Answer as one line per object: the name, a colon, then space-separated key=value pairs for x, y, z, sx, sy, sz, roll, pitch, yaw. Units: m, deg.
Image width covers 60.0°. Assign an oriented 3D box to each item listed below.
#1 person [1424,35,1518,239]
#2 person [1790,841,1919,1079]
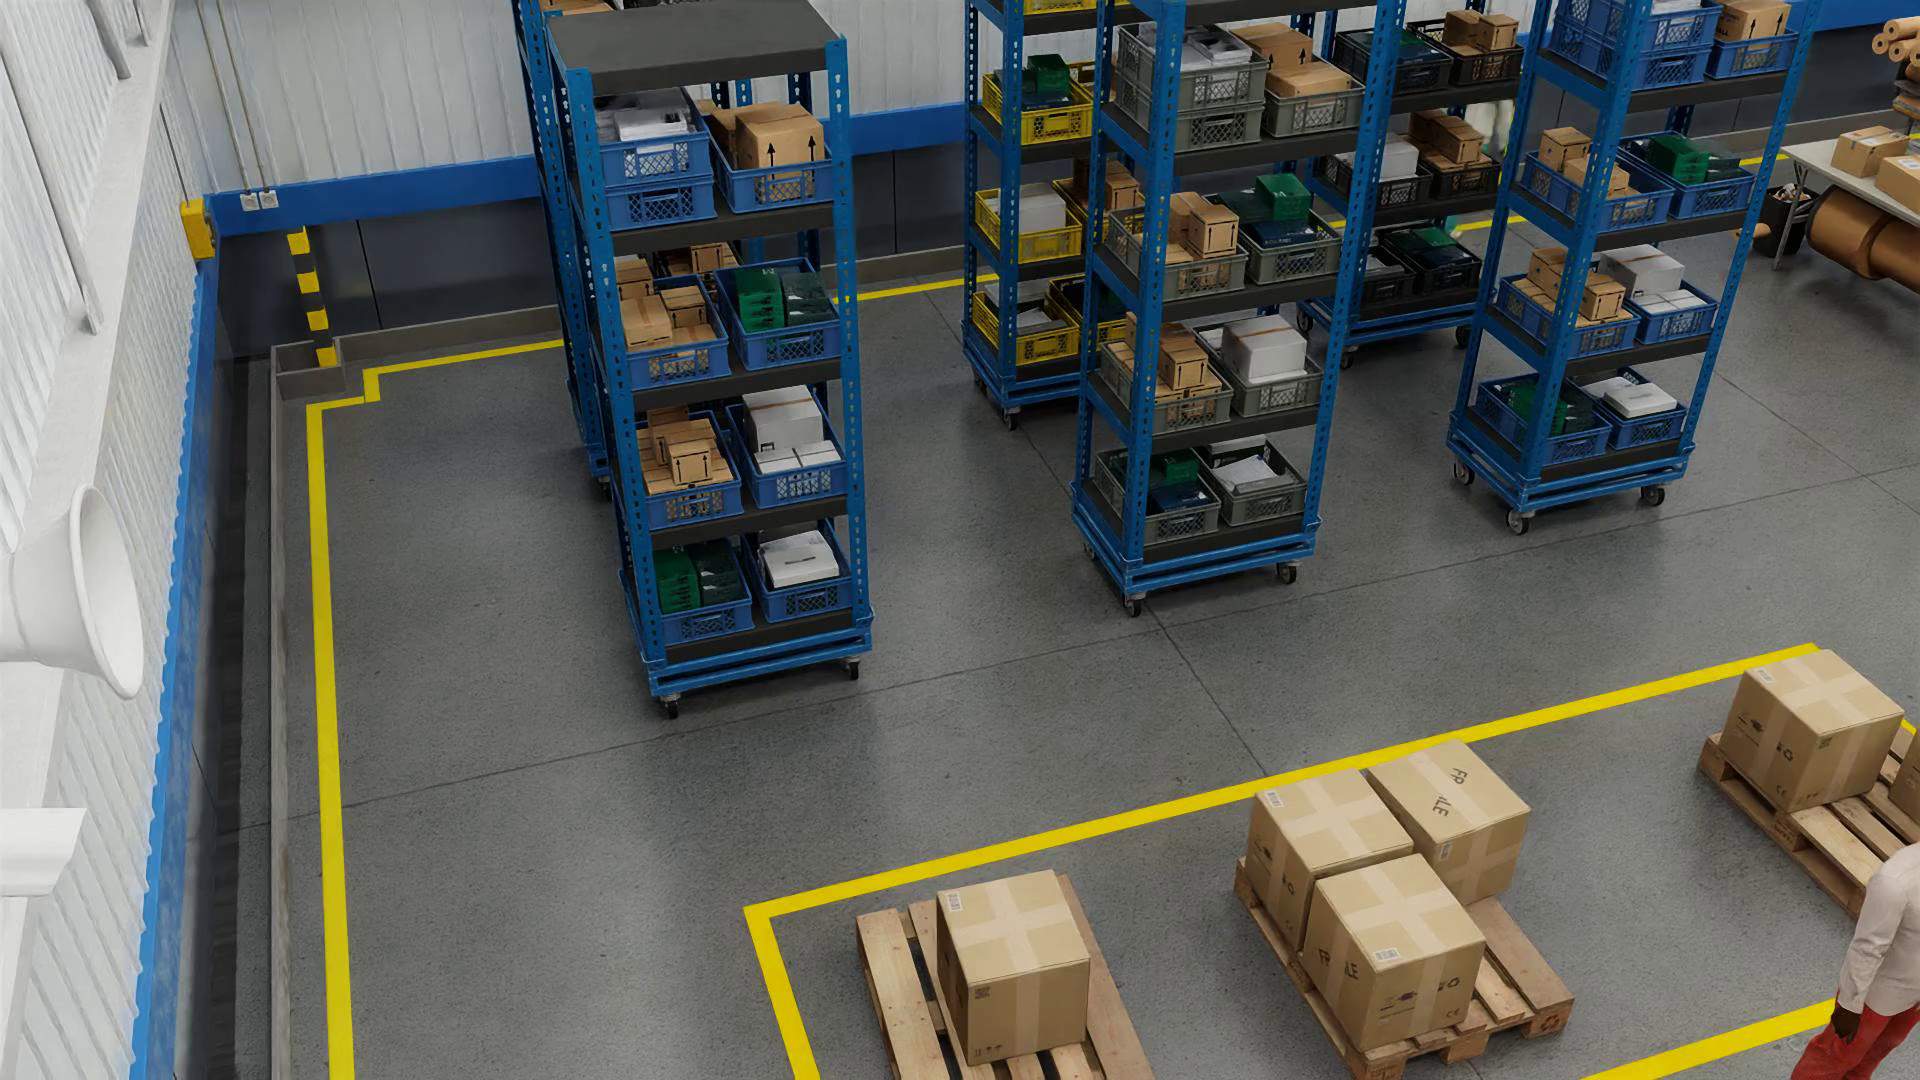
person: x=4.122 y=-3.240 z=13.381 sx=0.540 sy=1.727 sz=0.498 roll=26 pitch=43 yaw=32
person: x=3.516 y=1.646 z=6.225 sx=0.610 sy=1.995 sz=0.377 roll=-15 pitch=38 yaw=-20
